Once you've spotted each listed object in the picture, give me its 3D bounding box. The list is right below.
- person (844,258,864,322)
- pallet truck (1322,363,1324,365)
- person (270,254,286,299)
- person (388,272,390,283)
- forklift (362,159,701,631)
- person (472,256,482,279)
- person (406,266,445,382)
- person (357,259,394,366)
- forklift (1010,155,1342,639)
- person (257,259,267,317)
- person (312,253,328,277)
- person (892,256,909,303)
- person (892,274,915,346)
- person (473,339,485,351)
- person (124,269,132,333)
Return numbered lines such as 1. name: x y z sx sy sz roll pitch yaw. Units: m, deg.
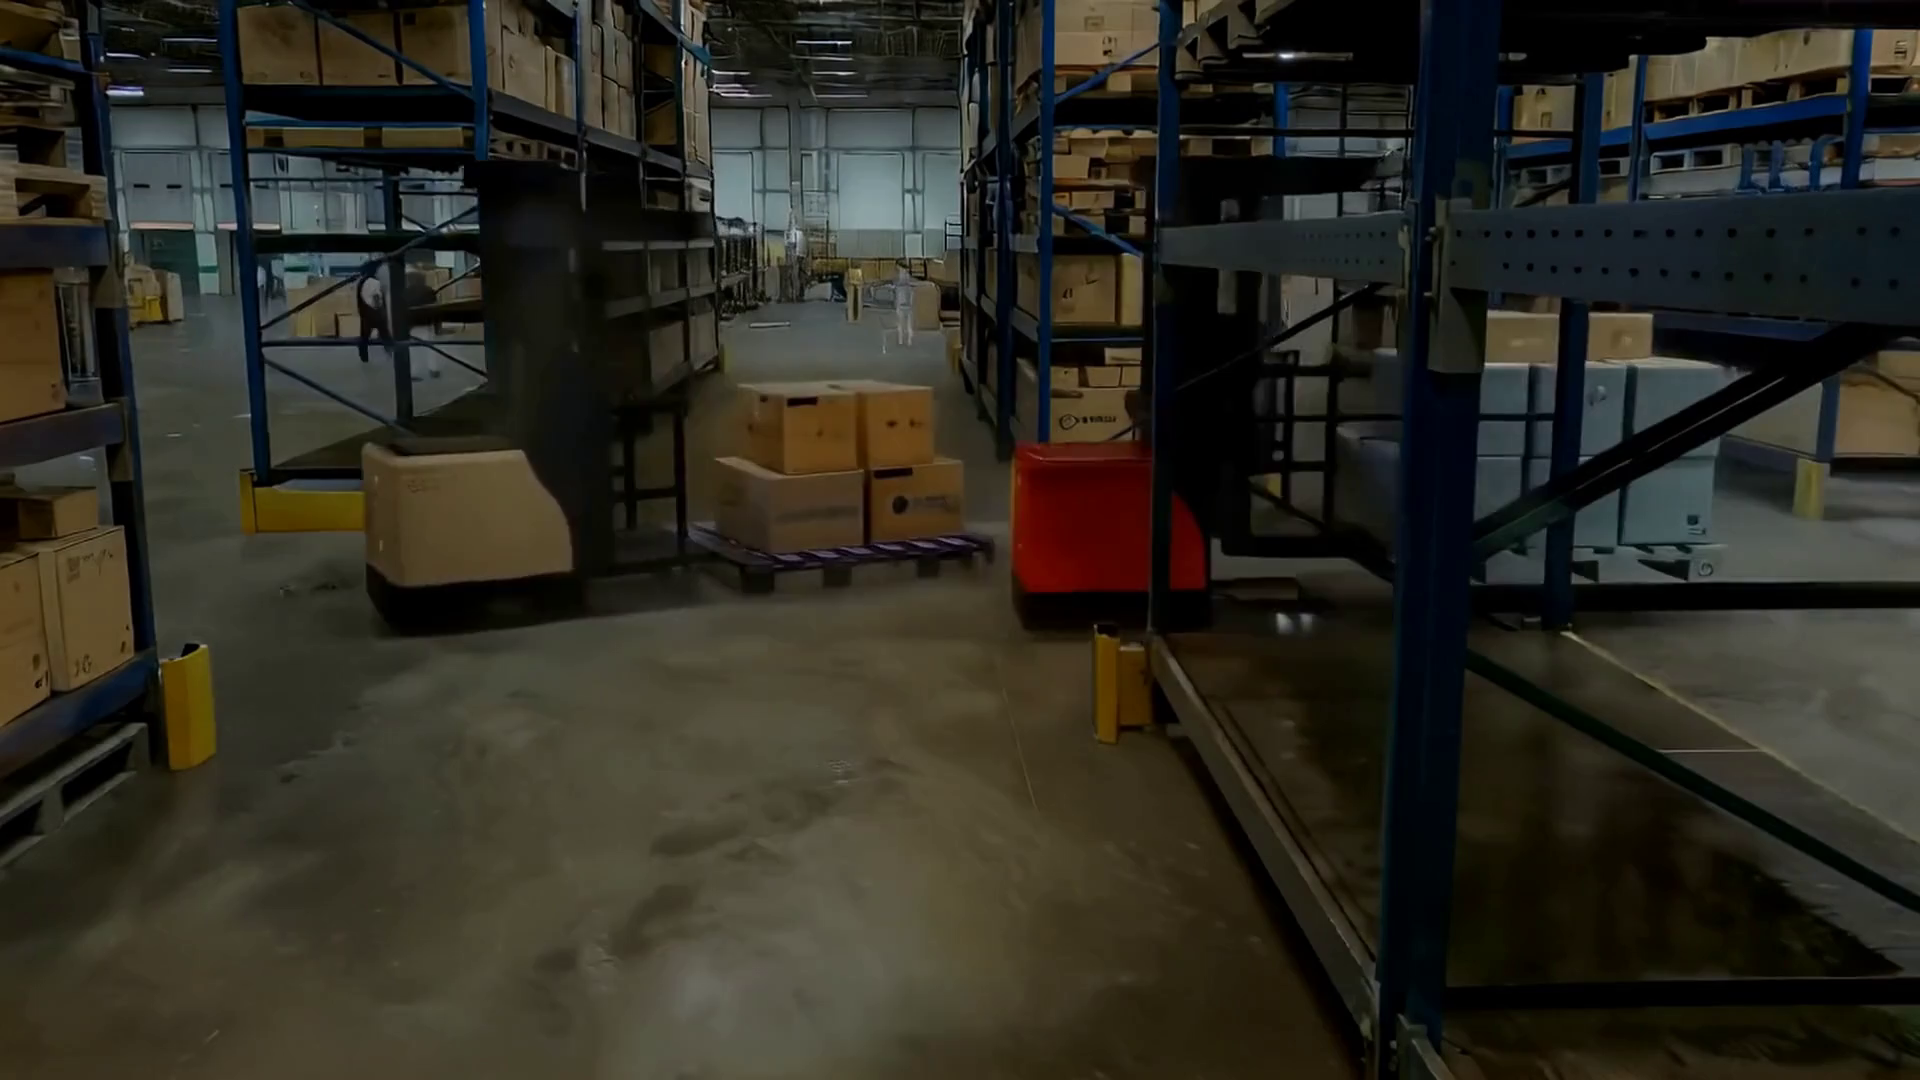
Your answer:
1. person: -3.086 -7.281 48.495 0.574 1.876 0.355 -4 11 -19
2. pallet truck: 7.712 -4.157 30.737 1.885 1.965 0.823 3 11 16
3. person: -28.064 -10.871 68.422 0.817 1.901 0.593 8 13 37
4. person: -18.717 -8.399 55.236 0.534 1.692 0.321 -9 13 -40
5. forklift: -2.753 -0.961 10.472 1.873 2.768 1.129 -6 12 -29
6. person: -16.749 -9.016 57.972 0.370 1.940 0.627 -9 14 -42
7. person: -9.070 -3.633 27.996 0.618 1.949 1.016 4 11 22
8. person: -11.011 -4.320 31.523 0.710 2.000 0.938 9 14 43
9. forklift: 1.281 -0.884 10.044 1.873 2.768 1.129 -1 10 -3
10. person: -21.821 -7.824 51.606 0.627 1.844 0.429 -2 10 -13
11. person: -26.281 -10.888 68.423 0.984 1.934 0.601 2 10 11
12. person: -1.714 -7.308 48.527 0.581 1.919 0.396 6 12 31
13. person: -1.250 -5.159 37.336 0.527 1.624 0.503 -2 10 -13
14. person: -10.052 -5.033 36.007 1.023 1.862 0.595 -6 12 -29
15. person: -21.419 -6.243 42.597 0.391 1.914 0.587 -5 11 -26
